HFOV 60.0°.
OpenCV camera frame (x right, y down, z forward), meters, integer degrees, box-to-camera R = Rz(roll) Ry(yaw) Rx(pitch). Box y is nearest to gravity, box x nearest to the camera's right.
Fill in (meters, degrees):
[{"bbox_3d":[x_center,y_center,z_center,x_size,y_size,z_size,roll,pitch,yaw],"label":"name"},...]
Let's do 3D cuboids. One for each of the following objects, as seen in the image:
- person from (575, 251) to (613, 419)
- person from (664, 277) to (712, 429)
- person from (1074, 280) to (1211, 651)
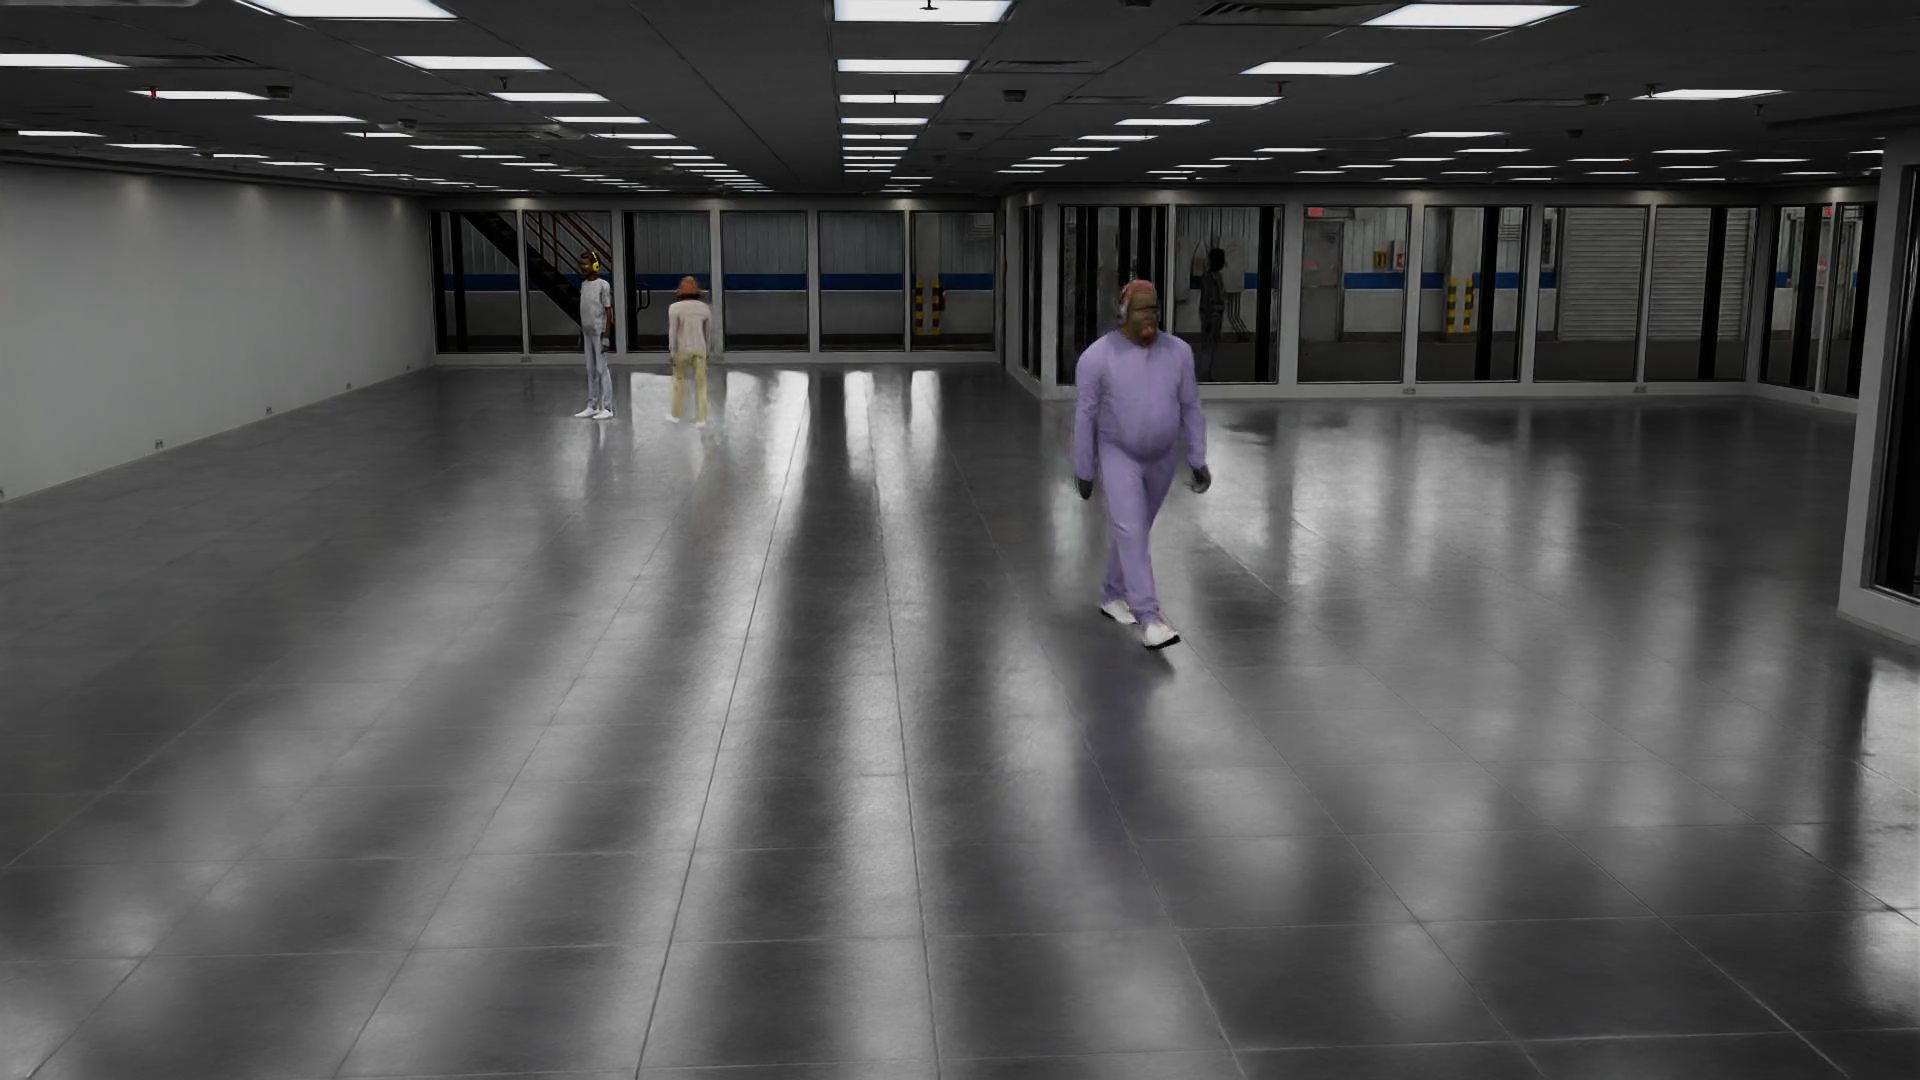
[{"bbox_3d":[-4.098,-2.284,18.610,0.516,1.873,0.329,9,14,40],"label":"person"},{"bbox_3d":[-2.919,-2.007,17.816,0.530,1.595,0.791,-7,12,-31],"label":"person"},{"bbox_3d":[0.933,-0.399,8.527,0.638,1.844,1.045,-5,12,-24],"label":"person"}]
